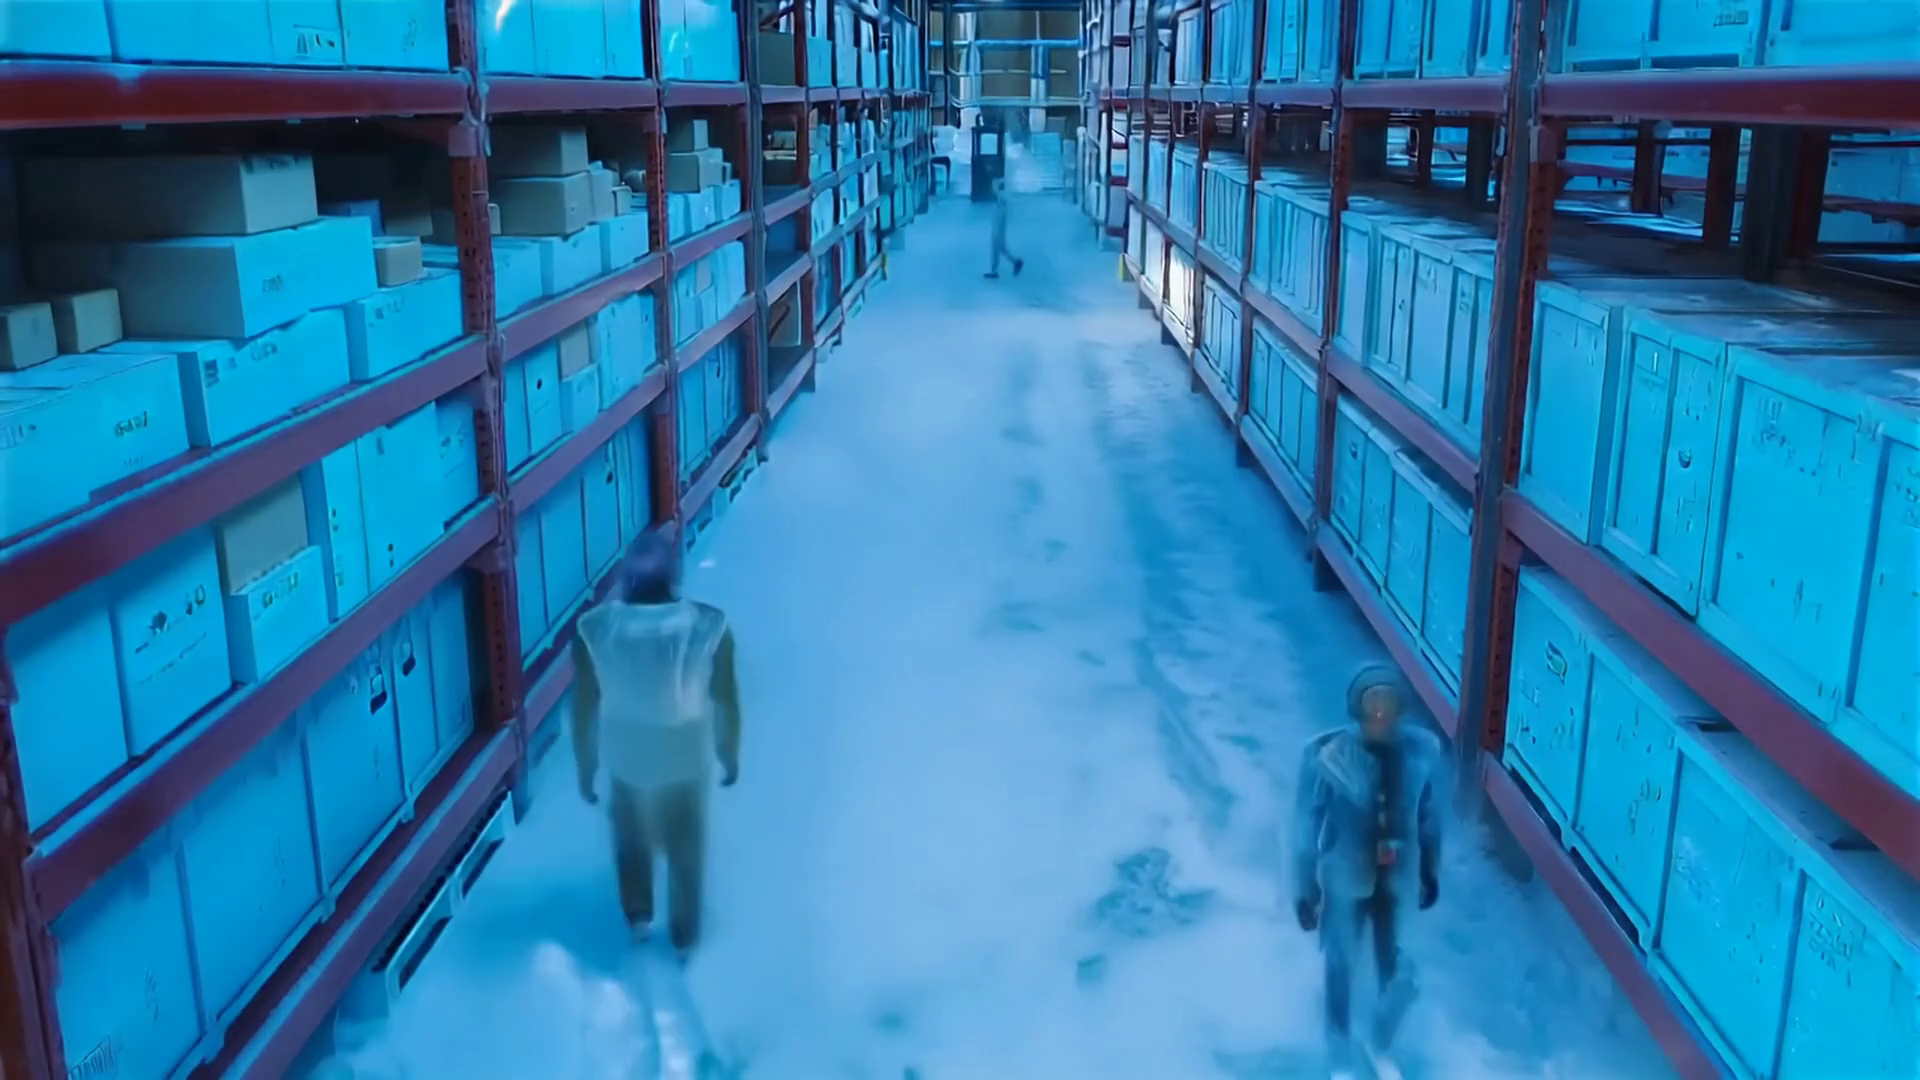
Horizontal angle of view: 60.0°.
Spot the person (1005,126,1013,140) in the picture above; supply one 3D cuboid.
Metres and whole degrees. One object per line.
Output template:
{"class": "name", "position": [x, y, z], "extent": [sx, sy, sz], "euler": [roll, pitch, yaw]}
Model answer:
{"class": "person", "position": [2.358, -19.653, 82.800], "extent": [1.012, 1.875, 0.656], "euler": [-6, 16, -21]}

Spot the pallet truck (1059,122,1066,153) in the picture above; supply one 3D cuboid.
{"class": "pallet truck", "position": [5.788, -21.111, 88.014], "extent": [1.885, 1.965, 0.823], "euler": [5, 16, 18]}

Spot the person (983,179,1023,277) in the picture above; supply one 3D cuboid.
{"class": "person", "position": [0.830, -5.992, 31.968], "extent": [0.686, 1.886, 0.651], "euler": [1, 15, 3]}

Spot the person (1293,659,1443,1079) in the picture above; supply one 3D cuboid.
{"class": "person", "position": [1.396, 1.198, 5.699], "extent": [0.550, 1.624, 0.405], "euler": [-2, 15, -6]}

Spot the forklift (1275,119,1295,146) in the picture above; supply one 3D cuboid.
{"class": "forklift", "position": [8.474, -9.603, 43.520], "extent": [1.873, 2.768, 1.129], "euler": [0, 15, 2]}

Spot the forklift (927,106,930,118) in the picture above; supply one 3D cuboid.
{"class": "forklift", "position": [-1.988, -20.789, 85.142], "extent": [1.129, 2.768, 1.873], "euler": [0, 15, 2]}

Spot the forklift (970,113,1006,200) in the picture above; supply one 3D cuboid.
{"class": "forklift", "position": [0.955, -12.700, 55.044], "extent": [1.129, 2.768, 1.873], "euler": [1, 15, 4]}

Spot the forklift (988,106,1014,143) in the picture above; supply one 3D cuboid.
{"class": "forklift", "position": [1.827, -20.017, 82.268], "extent": [1.129, 2.768, 1.873], "euler": [9, 17, 29]}

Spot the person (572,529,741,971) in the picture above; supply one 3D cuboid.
{"class": "person", "position": [-1.191, 0.851, 6.617], "extent": [0.651, 1.827, 0.453], "euler": [-2, 15, -6]}
